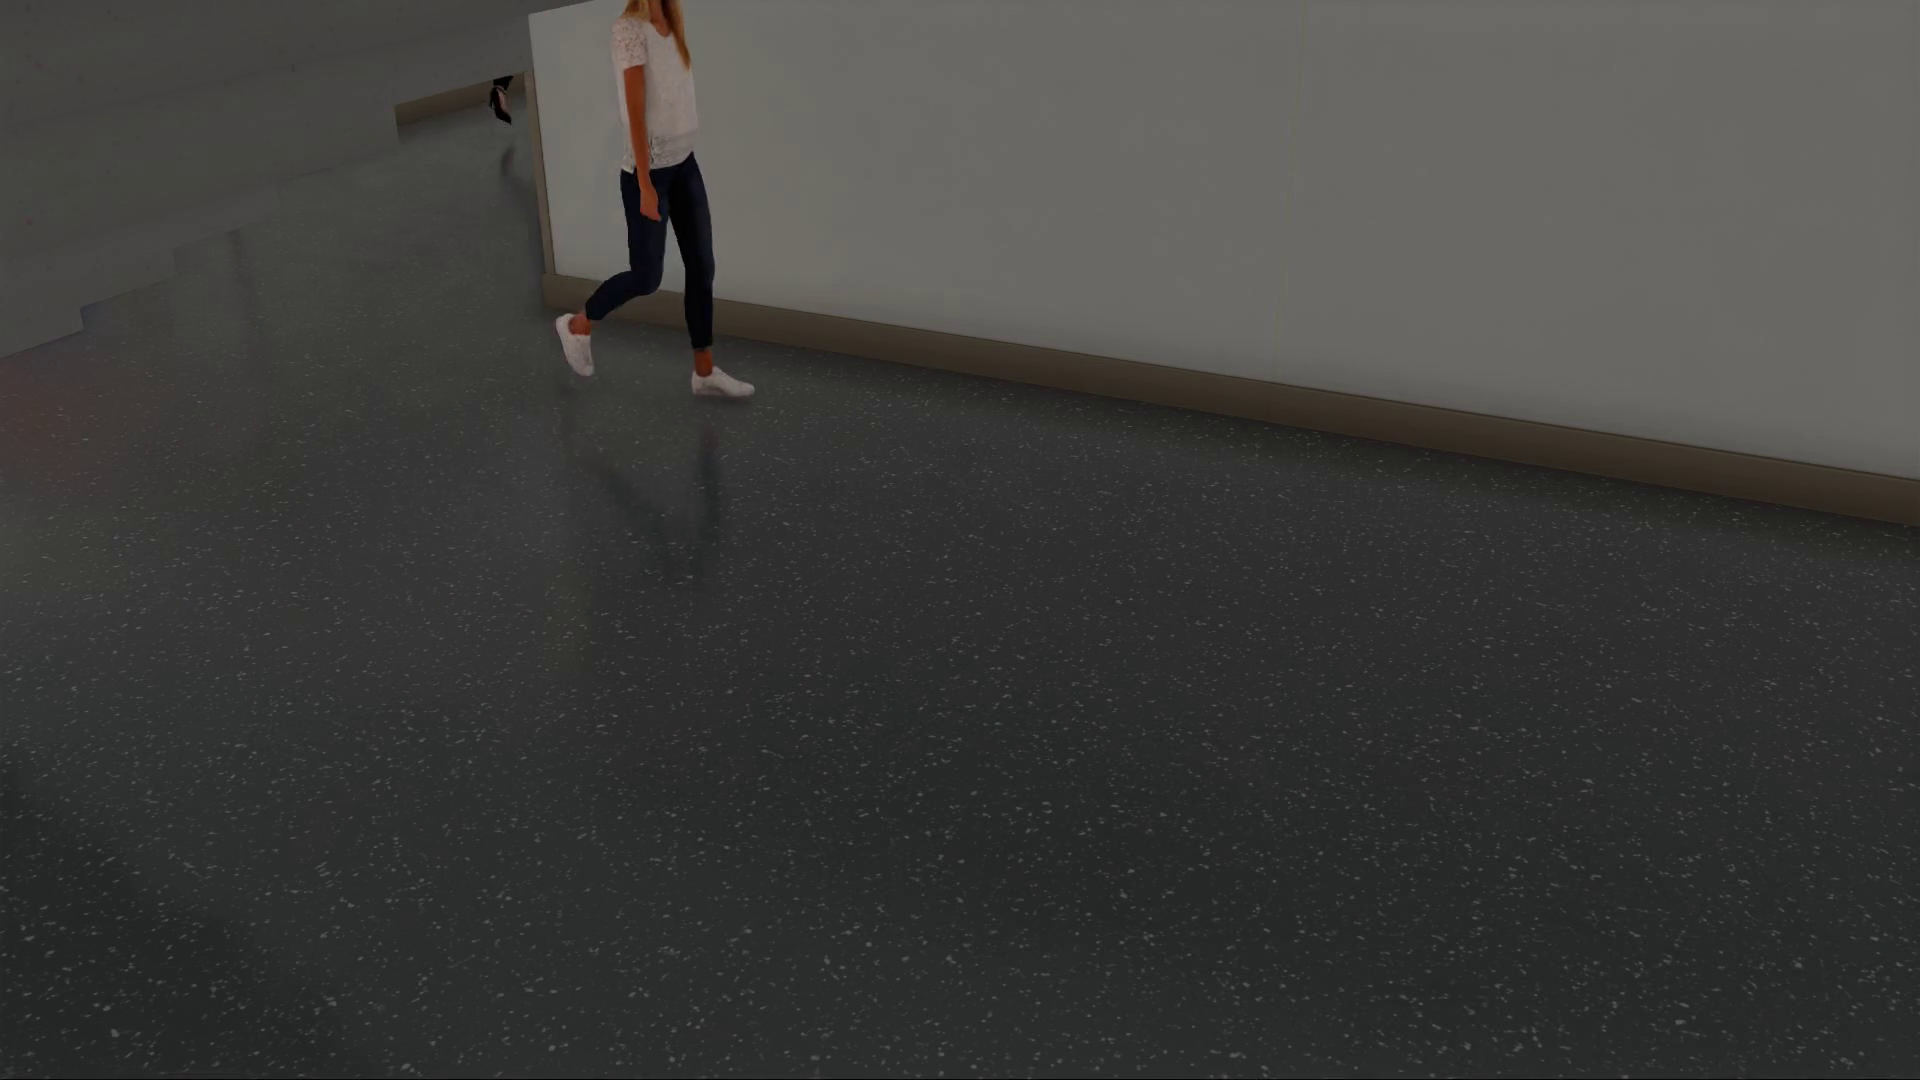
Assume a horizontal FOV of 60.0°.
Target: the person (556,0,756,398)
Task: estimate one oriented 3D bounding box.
[{"bbox_3d":[-1.246,-1.386,6.401,1.044,1.787,0.641,9,27,18],"label":"person"}]
